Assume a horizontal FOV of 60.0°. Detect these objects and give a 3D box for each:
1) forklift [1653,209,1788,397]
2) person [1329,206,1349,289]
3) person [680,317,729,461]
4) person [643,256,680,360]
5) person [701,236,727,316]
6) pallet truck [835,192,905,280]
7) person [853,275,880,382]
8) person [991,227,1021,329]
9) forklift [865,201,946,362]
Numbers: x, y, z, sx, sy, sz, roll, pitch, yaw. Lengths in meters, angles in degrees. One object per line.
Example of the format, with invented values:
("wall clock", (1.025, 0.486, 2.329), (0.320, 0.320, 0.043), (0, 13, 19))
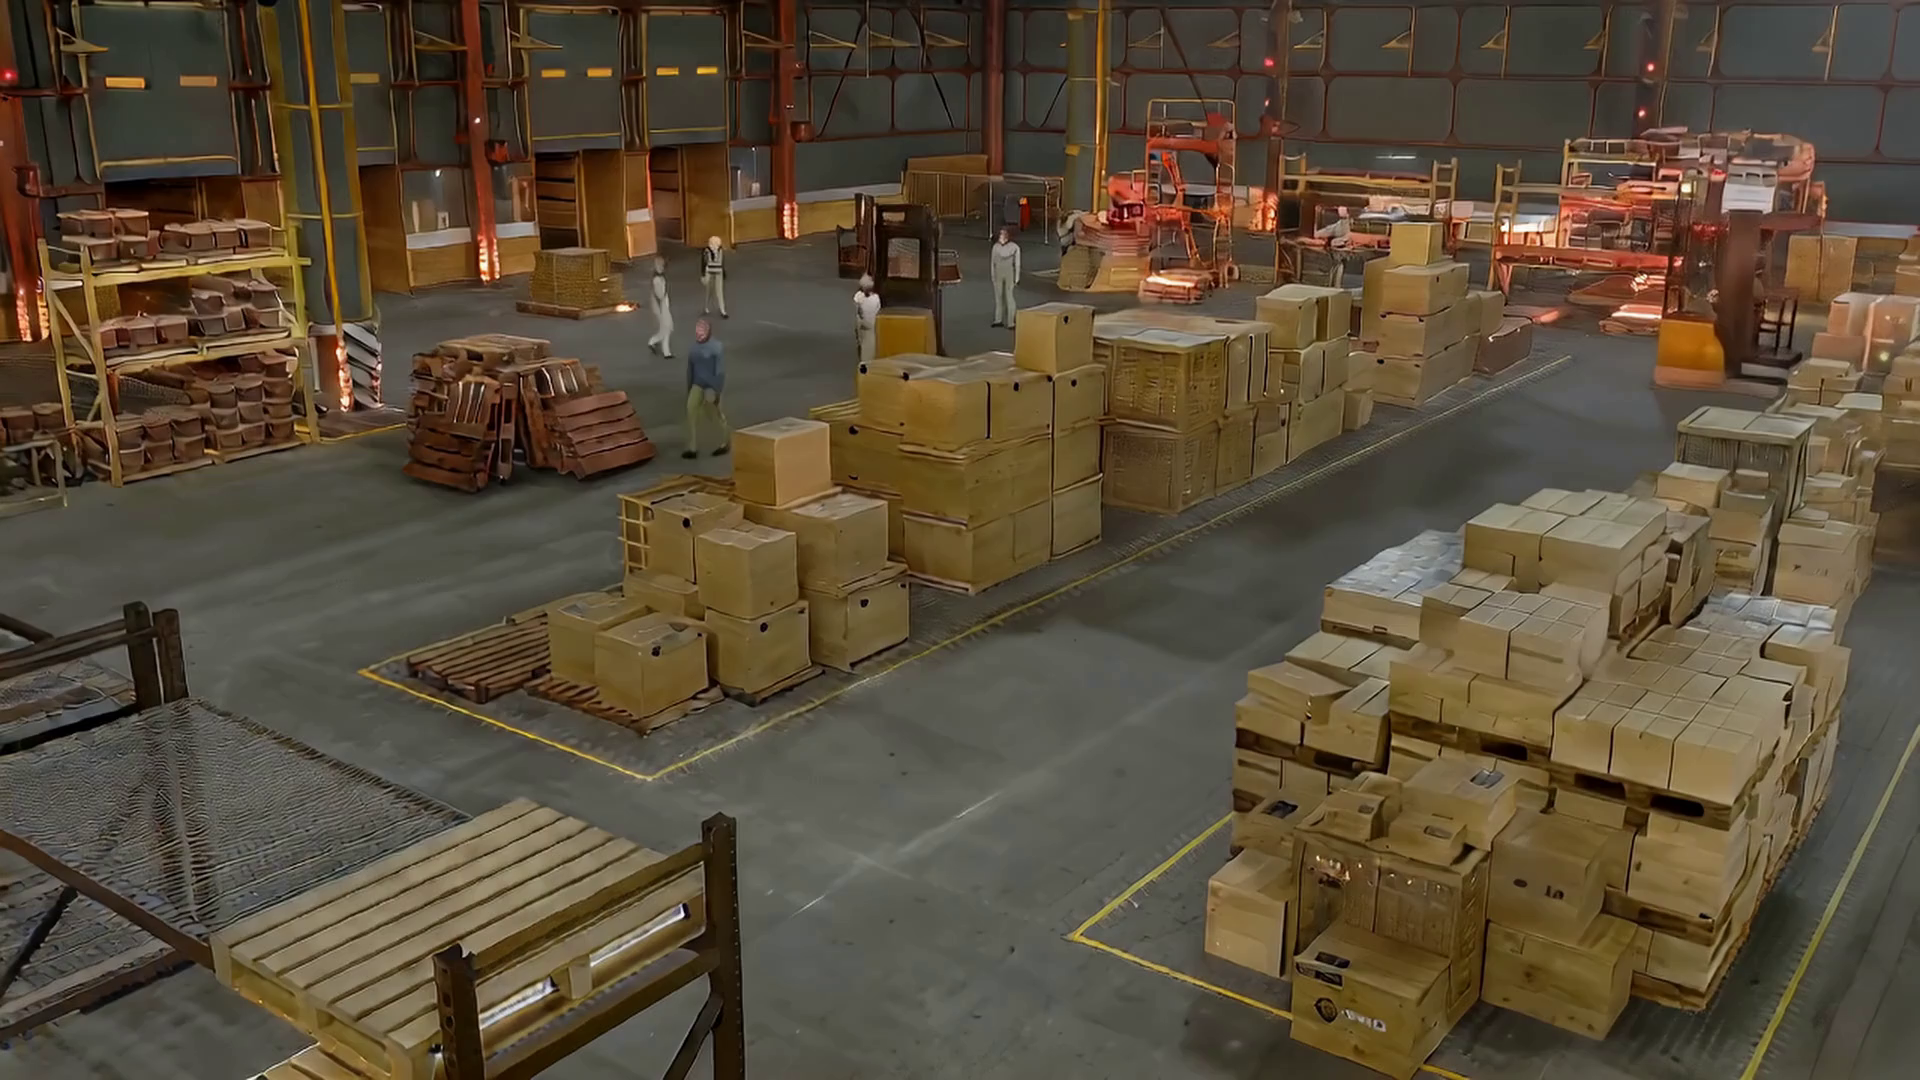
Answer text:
("forklift", (12.271, -3.827, 26.446), (1.873, 2.768, 1.129), (12, 21, 35))
("person", (8.285, -6.303, 36.277), (0.544, 1.932, 0.375), (-11, 20, -32))
("person", (-3.395, -1.983, 22.001), (0.654, 1.900, 0.875), (11, 20, 32))
("person", (-5.214, -4.024, 28.902), (0.534, 1.833, 0.503), (-2, 17, -5))
("person", (-5.004, -5.351, 33.705), (0.530, 1.577, 0.901), (-8, 18, -24))
("pallet truck", (-1.936, -7.159, 38.982), (1.885, 1.965, 0.823), (-12, 21, -34))
("person", (-1.509, -3.434, 27.082), (0.483, 1.745, 0.299), (-9, 19, -28))
("person", (0.865, -5.059, 32.132), (0.630, 1.940, 0.372), (10, 19, 30))
("forklift", (-0.931, -4.236, 27.802), (1.129, 2.768, 1.873), (2, 17, 8))
